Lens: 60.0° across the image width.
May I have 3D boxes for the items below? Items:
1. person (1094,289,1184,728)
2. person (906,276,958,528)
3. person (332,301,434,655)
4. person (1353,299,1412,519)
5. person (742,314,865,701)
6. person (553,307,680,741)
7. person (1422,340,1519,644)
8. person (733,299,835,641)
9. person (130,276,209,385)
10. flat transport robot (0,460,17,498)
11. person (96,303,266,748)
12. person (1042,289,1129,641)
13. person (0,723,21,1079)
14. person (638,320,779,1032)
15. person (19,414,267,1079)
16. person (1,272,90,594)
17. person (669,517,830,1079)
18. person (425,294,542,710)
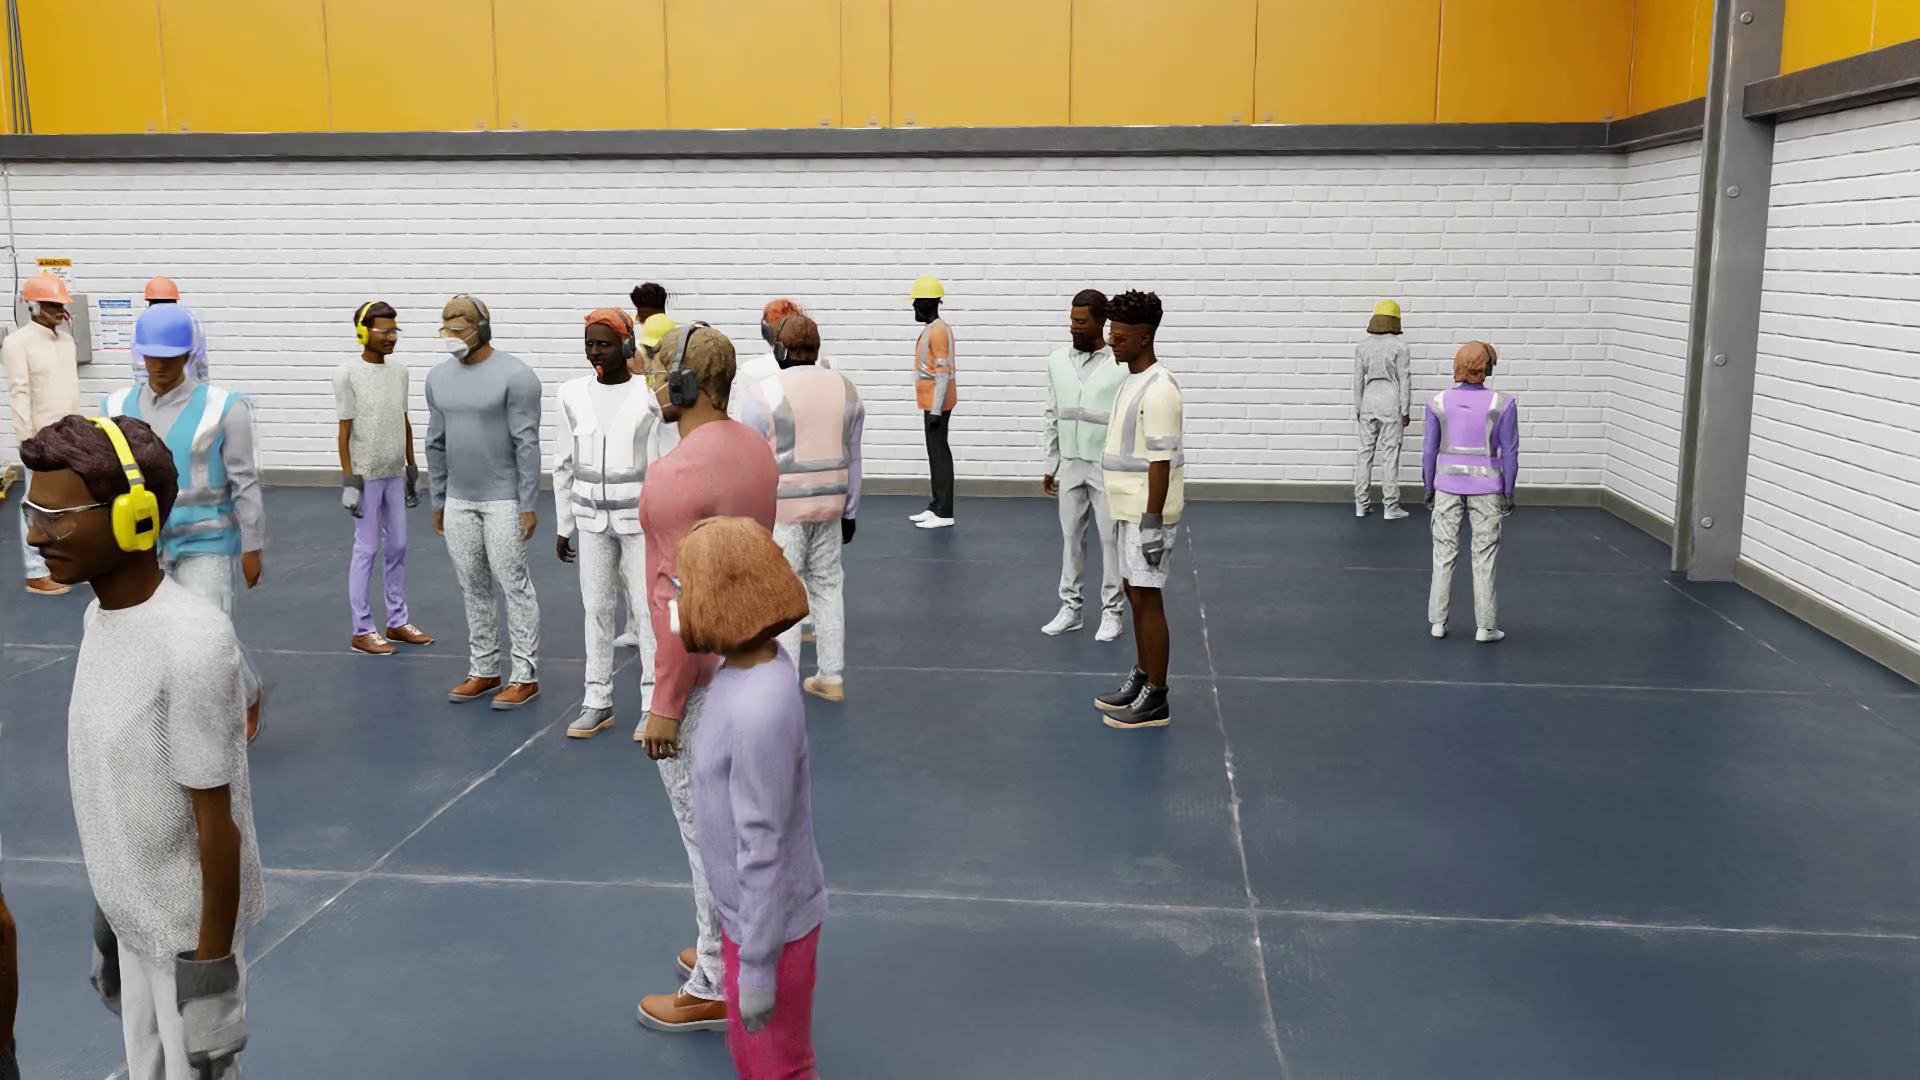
[{"bbox_3d":[0.808,-0.138,7.451,0.375,1.958,0.607,-1,10,-6],"label":"person"},{"bbox_3d":[-0.215,-1.051,12.755,0.388,1.927,0.589,-1,10,-6],"label":"person"},{"bbox_3d":[-3.067,-0.326,8.806,0.323,1.861,0.515,5,11,27],"label":"person"},{"bbox_3d":[3.367,-1.038,13.229,0.484,1.736,0.310,9,13,41],"label":"person"},{"bbox_3d":[-0.746,-0.119,7.694,0.631,1.838,0.429,-8,12,-37],"label":"person"},{"bbox_3d":[-1.479,-0.062,7.212,0.581,1.882,0.339,2,10,11],"label":"person"},{"bbox_3d":[2.757,-0.254,9.014,0.511,1.641,0.309,6,12,31],"label":"person"},{"bbox_3d":[-1.025,-0.402,9.248,0.611,1.848,0.896,-7,12,-33],"label":"person"},{"bbox_3d":[-5.740,-0.942,12.097,0.366,1.935,0.552,8,13,38],"label":"person"},{"bbox_3d":[-8.625,-0.520,14.450,0.652,0.197,1.431,-5,11,-25],"label":"flat transport robot"},{"bbox_3d":[-3.120,0.015,6.676,0.630,1.927,0.529,0,10,3],"label":"person"},{"bbox_3d":[0.732,-0.409,9.110,0.591,1.916,0.382,6,12,32],"label":"person"},{"bbox_3d":[-1.454,0.830,2.184,0.312,1.859,0.596,2,10,9],"label":"person"},{"bbox_3d":[-0.693,0.375,4.559,0.372,1.940,0.630,2,10,12],"label":"person"},{"bbox_3d":[-1.385,0.706,2.896,0.324,1.862,0.511,-10,14,-44],"label":"person"},{"bbox_3d":[-5.652,-0.667,10.368,0.402,1.990,0.622,1,10,5],"label":"person"},{"bbox_3d":[-0.402,0.758,3.265,0.302,1.625,0.507,-2,10,-9],"label":"person"},{"bbox_3d":[-2.227,-0.177,7.767,0.631,1.929,0.391,4,11,23],"label":"person"}]
